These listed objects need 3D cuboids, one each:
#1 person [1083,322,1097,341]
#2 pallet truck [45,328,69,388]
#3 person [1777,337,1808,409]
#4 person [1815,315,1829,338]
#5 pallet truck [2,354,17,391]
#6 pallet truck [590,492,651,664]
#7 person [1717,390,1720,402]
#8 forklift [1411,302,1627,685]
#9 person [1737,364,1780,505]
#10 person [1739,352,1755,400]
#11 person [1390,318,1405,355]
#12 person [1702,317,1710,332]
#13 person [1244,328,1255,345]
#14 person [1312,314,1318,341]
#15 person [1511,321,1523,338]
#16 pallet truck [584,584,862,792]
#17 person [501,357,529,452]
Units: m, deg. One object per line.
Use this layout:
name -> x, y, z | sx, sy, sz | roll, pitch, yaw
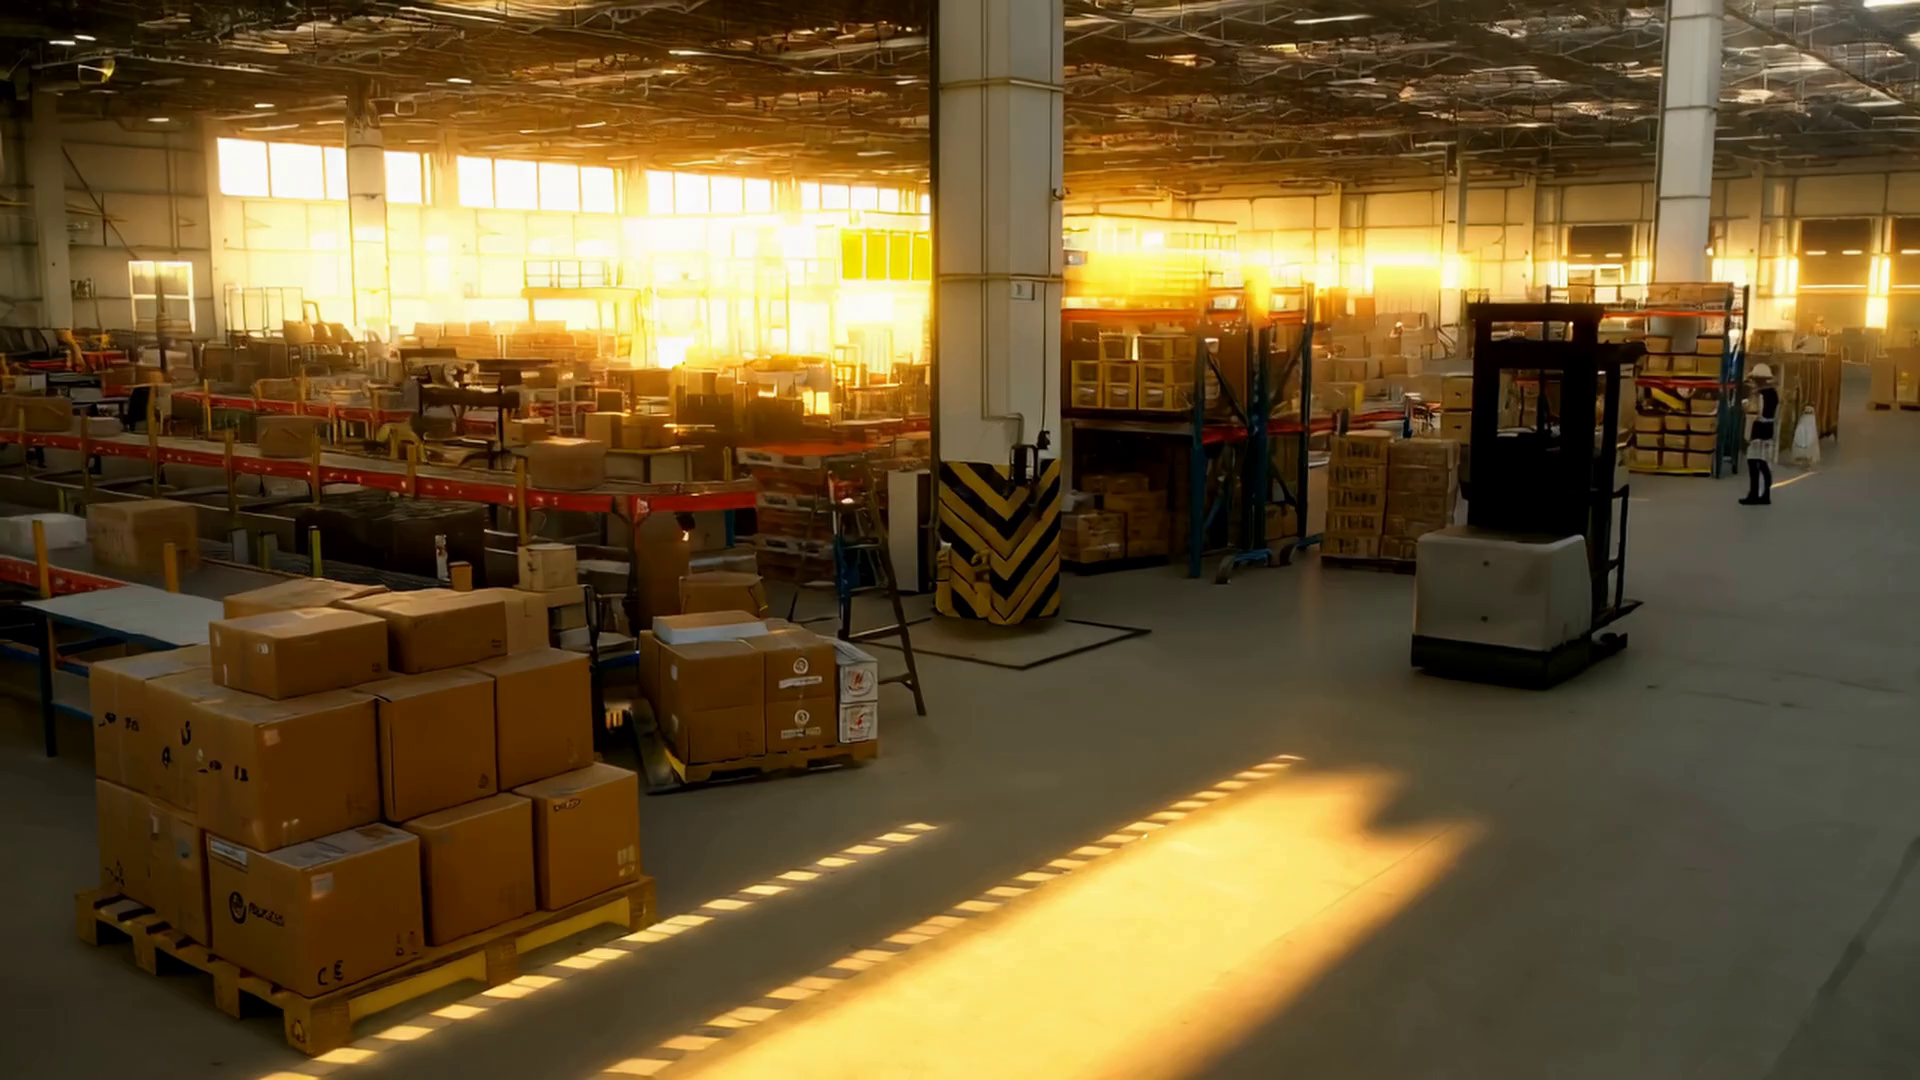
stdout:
person -> 4.858, -7.302, 62.550 | 0.606, 1.853, 0.802 | 3, 9, 21
pallet truck -> -23.775, -4.544, 43.495 | 1.885, 1.965, 0.823 | 6, 10, 35
person -> 20.613, -4.079, 40.965 | 0.975, 1.820, 0.538 | 8, 11, 42
person -> 37.184, -8.734, 71.849 | 0.515, 1.963, 0.635 | -3, 9, -17
pallet truck -> -24.881, -4.417, 42.634 | 1.885, 1.965, 0.823 | 8, 11, 41
pallet truck -> -3.115, 0.344, 12.883 | 0.653, 1.274, 1.630 | 7, 11, 37
person -> 16.564, -3.320, 36.627 | 0.501, 1.588, 0.853 | -3, 9, -20
forklift -> 4.379, -0.438, 12.852 | 1.129, 2.768, 1.873 | 7, 11, 37
person -> 10.938, -1.435, 22.792 | 0.539, 1.929, 0.384 | -5, 10, -29
person -> 17.606, -3.416, 37.252 | 0.883, 1.592, 0.508 | 2, 9, 14
person -> 16.677, -7.474, 63.432 | 0.545, 1.943, 0.347 | 2, 9, 11
person -> 33.272, -9.049, 74.367 | 0.525, 1.843, 0.738 | -4, 9, -23
person -> 11.753, -8.053, 67.733 | 0.644, 1.825, 0.523 | -8, 11, -42
person -> 18.467, -10.940, 87.147 | 0.624, 1.841, 0.430 | 2, 9, 14
person -> 26.409, -9.761, 78.871 | 0.605, 1.932, 0.431 | -5, 10, -33
pallet truck -> -1.426, 0.805, 10.019 | 1.601, 1.201, 0.680 | -4, 9, -26
person -> -7.127, -2.016, 26.931 | 0.988, 1.854, 0.669 | 2, 9, 10
